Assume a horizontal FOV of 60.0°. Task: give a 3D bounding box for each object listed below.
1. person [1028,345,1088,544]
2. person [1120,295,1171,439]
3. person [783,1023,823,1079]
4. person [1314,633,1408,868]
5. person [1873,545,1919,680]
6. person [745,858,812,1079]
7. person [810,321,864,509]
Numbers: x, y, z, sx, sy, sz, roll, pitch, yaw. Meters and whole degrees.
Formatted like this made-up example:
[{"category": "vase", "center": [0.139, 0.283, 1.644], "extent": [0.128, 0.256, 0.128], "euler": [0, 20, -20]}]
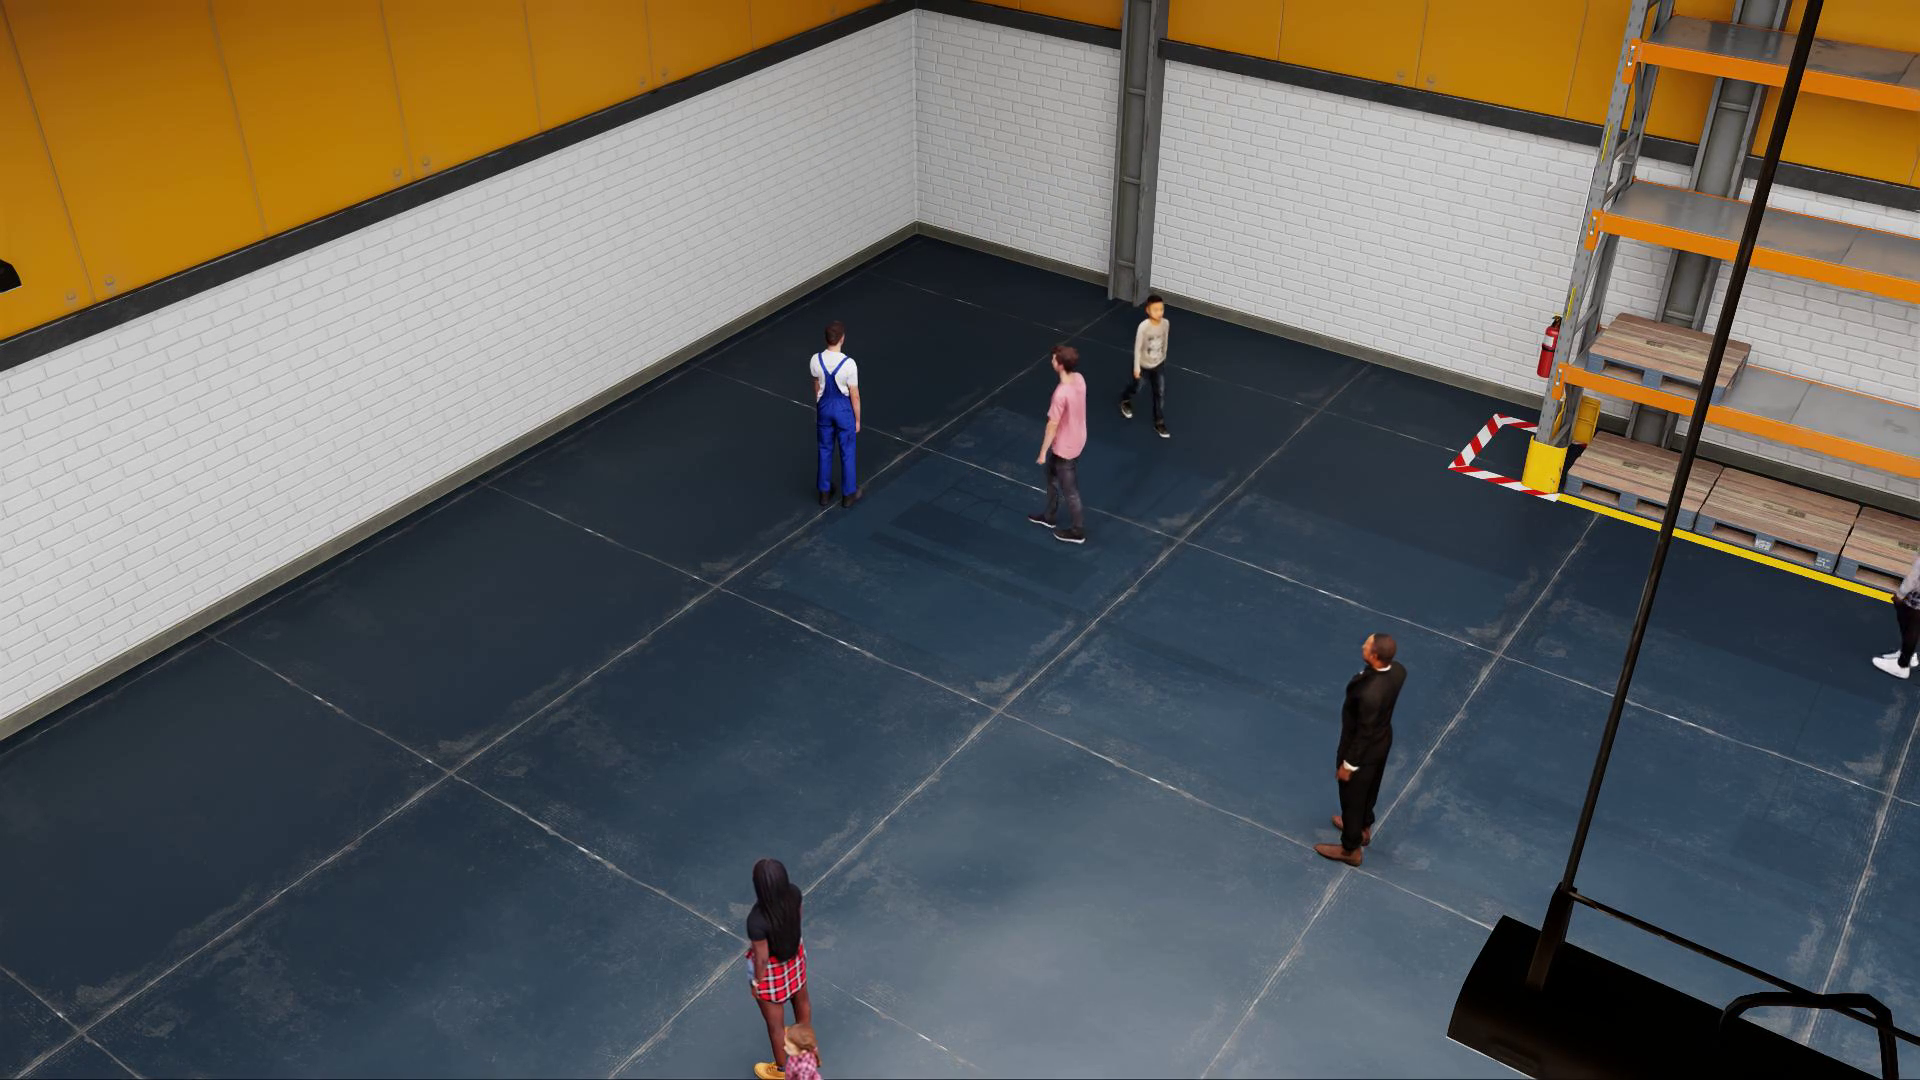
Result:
[{"category": "person", "center": [1.034, -0.810, 14.744], "extent": [0.894, 1.940, 0.763], "euler": [13, 36, 19]}, {"category": "person", "center": [1.864, -1.794, 16.672], "extent": [0.858, 1.445, 1.062], "euler": [-15, 36, -21]}, {"category": "person", "center": [-0.881, 3.158, 9.607], "extent": [0.578, 1.019, 0.520], "euler": [-4, 34, -7]}, {"category": "person", "center": [2.787, 1.418, 11.424], "extent": [0.591, 1.904, 0.673], "euler": [22, 39, 29]}, {"category": "person", "center": [7.703, 0.385, 13.103], "extent": [0.693, 1.766, 0.649], "euler": [-27, 42, -34]}, {"category": "person", "center": [-1.078, 2.545, 9.888], "extent": [0.598, 1.728, 0.610], "euler": [19, 38, 26]}, {"category": "person", "center": [-1.152, -1.158, 15.351], "extent": [0.610, 1.848, 0.745], "euler": [9, 35, 13]}]
